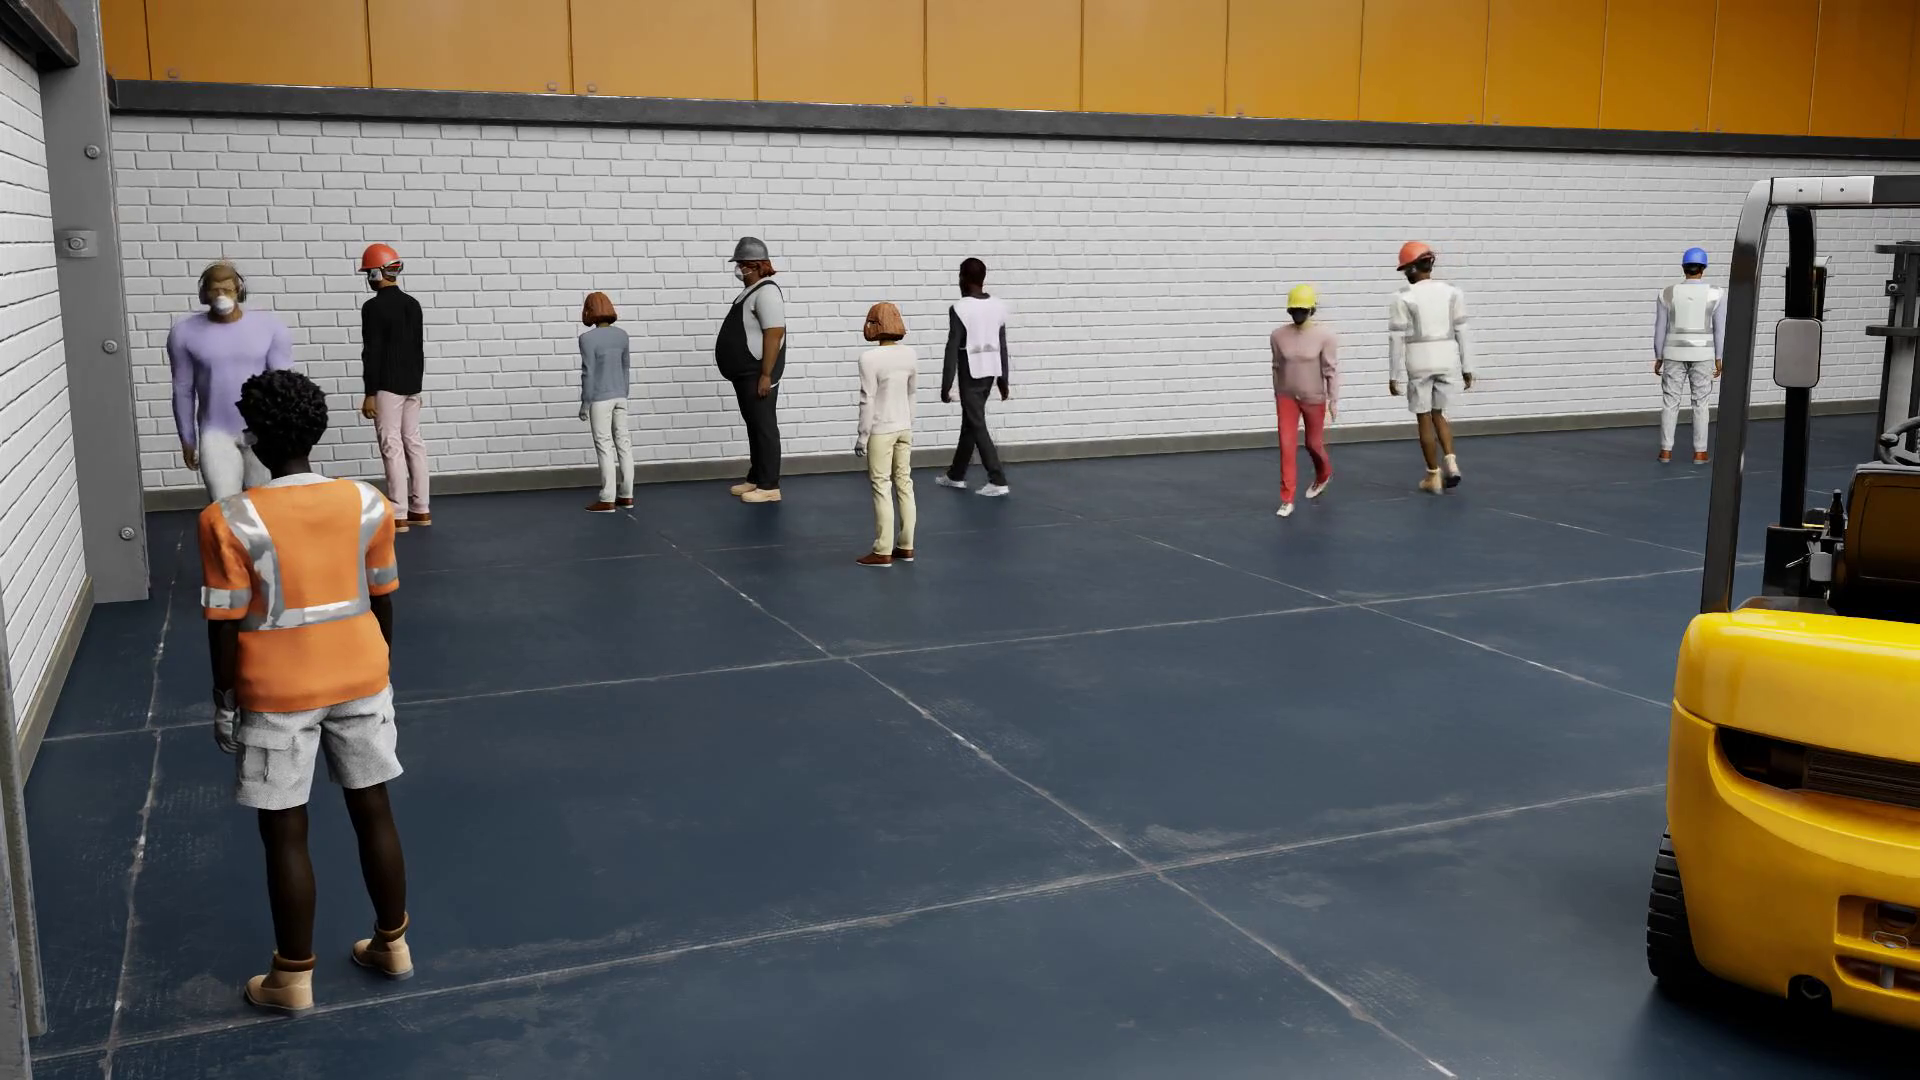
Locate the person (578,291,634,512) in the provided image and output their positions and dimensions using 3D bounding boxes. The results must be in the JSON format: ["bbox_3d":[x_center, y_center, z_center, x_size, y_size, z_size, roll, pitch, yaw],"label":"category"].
[{"bbox_3d":[-2.637,-1.020,12.345,0.289,1.633,0.501,6,12,30],"label":"person"}]

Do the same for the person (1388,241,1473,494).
[{"bbox_3d":[3.704,-1.367,13.241,0.694,1.999,0.486,-2,11,-13],"label":"person"}]

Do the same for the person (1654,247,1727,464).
[{"bbox_3d":[6.562,-1.651,14.974,0.601,1.942,0.394,5,11,26],"label":"person"}]

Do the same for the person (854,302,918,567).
[{"bbox_3d":[-0.459,-0.651,10.315,0.279,1.633,0.500,8,13,38],"label":"person"}]

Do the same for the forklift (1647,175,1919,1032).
[{"bbox_3d":[2.810,0.094,4.662,1.214,2.155,2.313,7,12,34],"label":"forklift"}]

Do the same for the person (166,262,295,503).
[{"bbox_3d":[-3.965,-0.565,9.136,0.647,1.887,1.013,-5,11,-25],"label":"person"}]

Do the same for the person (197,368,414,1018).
[{"bbox_3d":[-1.714,0.397,4.388,0.321,1.691,0.532,9,14,41],"label":"person"}]

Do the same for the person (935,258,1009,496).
[{"bbox_3d":[0.099,-1.303,13.254,0.911,1.878,0.611,9,14,41],"label":"person"}]

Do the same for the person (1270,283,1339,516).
[{"bbox_3d":[2.594,-1.062,12.397,0.533,1.712,0.849,5,12,27],"label":"person"}]

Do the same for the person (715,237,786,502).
[{"bbox_3d":[-1.620,-1.317,12.861,0.538,2.000,0.689,-3,11,-18],"label":"person"}]

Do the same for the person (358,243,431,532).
[{"bbox_3d":[-3.947,-1.052,11.553,0.401,1.986,0.613,3,11,14],"label":"person"}]
